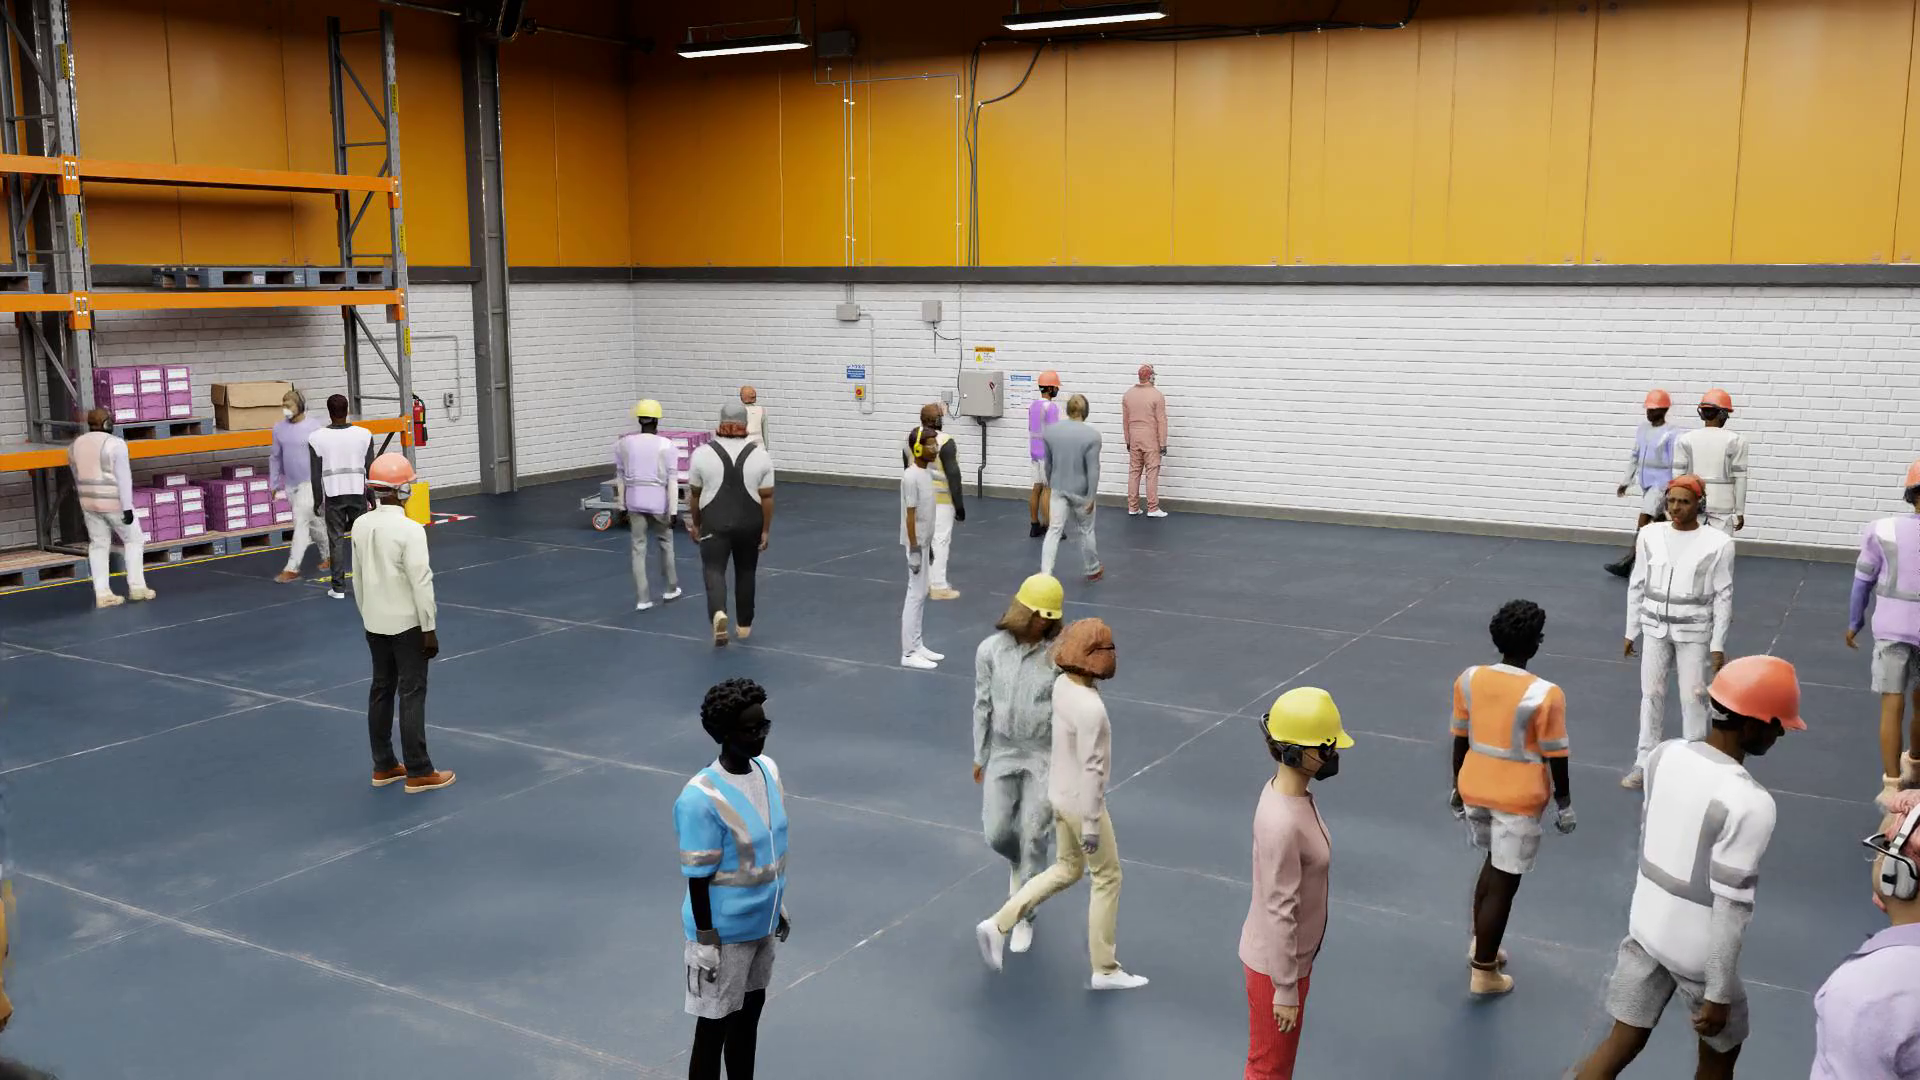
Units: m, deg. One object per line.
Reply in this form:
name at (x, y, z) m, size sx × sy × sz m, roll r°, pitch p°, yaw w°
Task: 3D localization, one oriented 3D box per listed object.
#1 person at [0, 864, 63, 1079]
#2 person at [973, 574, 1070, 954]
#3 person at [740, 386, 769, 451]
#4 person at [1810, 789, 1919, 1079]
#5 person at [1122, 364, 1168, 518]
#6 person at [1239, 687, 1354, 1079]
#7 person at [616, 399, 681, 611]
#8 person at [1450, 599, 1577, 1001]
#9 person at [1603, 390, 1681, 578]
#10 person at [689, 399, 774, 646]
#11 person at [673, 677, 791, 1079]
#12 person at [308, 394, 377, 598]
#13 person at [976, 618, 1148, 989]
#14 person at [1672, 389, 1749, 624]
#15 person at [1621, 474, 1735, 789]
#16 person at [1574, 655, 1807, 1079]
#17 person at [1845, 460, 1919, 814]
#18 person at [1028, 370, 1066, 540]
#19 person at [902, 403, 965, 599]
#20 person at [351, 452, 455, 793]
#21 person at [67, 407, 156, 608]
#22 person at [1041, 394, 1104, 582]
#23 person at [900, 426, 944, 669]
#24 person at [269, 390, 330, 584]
person at (-3.102, 1.306, 5.181) m, size 0.517 × 1.819 × 0.805 m, roll 7°, pitch 12°, yaw 38°
person at (0.313, 0.973, 7.571) m, size 0.496 × 1.706 × 0.536 m, roll 2°, pitch 9°, yaw 13°
person at (-2.617, -1.105, 20.776) m, size 0.517 × 1.636 × 0.314 m, roll -6°, pitch 11°, yaw -35°
person at (2.097, 1.493, 3.720) m, size 0.642 × 1.909 × 0.399 m, roll -4°, pitch 10°, yaw -24°
person at (2.330, -1.227, 20.739) m, size 0.657 × 1.915 × 0.405 m, roll 8°, pitch 12°, yaw 43°
person at (1.045, 1.322, 5.228) m, size 0.328 × 1.767 × 0.532 m, roll 2°, pitch 9°, yaw 14°
person at (-2.818, -0.335, 15.178) m, size 0.590 × 1.897 × 0.840 m, roll 0°, pitch 9°, yaw 2°
person at (2.328, 1.078, 6.983) m, size 0.560 × 1.679 × 0.534 m, roll -5°, pitch 11°, yaw -30°
person at (6.933, -0.565, 16.658) m, size 1.026 × 1.884 × 0.551 m, roll -2°, pitch 9°, yaw -14°
person at (-1.856, -0.153, 13.574) m, size 0.683 × 2.000 × 0.832 m, roll -2°, pitch 9°, yaw -12°
person at (-0.749, 1.294, 5.616) m, size 0.319 × 1.697 × 0.533 m, roll 4°, pitch 10°, yaw 23°
person at (-5.756, -0.406, 15.552) m, size 0.590 × 1.915 × 0.392 m, roll -5°, pitch 10°, yaw -28°
person at (0.438, 1.119, 6.999) m, size 0.661 × 1.615 × 0.515 m, roll -2°, pitch 9°, yaw -15°
person at (6.501, -0.289, 14.443) m, size 0.605 × 2.037 × 0.394 m, roll 6°, pitch 11°, yaw 33°
person at (4.157, 0.556, 9.666) m, size 0.365 × 1.883 × 0.594 m, roll -9°, pitch 13°, yaw -43°
person at (2.254, 1.264, 5.278) m, size 0.953 × 1.878 × 0.627 m, roll -3°, pitch 9°, yaw -15°
person at (5.458, 0.513, 9.553) m, size 0.630 × 1.998 × 1.012 m, roll 4°, pitch 10°, yaw 24°
person at (0.991, -0.972, 19.006) m, size 0.377 × 1.938 × 0.547 m, roll -4°, pitch 10°, yaw -25°
person at (-0.203, -0.356, 15.618) m, size 0.503 × 1.830 × 0.679 m, roll -8°, pitch 12°, yaw -42°
person at (-3.286, 0.482, 9.747) m, size 0.620 × 1.997 × 0.372 m, roll 6°, pitch 11°, yaw 31°
person at (-7.773, -0.309, 15.260) m, size 0.639 × 1.812 × 0.694 m, roll 2°, pitch 9°, yaw 14°
person at (1.066, -0.465, 16.036) m, size 0.647 × 1.892 × 1.036 m, roll 5°, pitch 10°, yaw 27°
person at (-0.299, 0.053, 12.846) m, size 0.311 × 1.861 × 0.531 m, roll 2°, pitch 9°, yaw 10°
person at (-6.569, -0.564, 16.632) m, size 0.651 × 1.892 × 1.031 m, roll 3°, pitch 10°, yaw 19°
